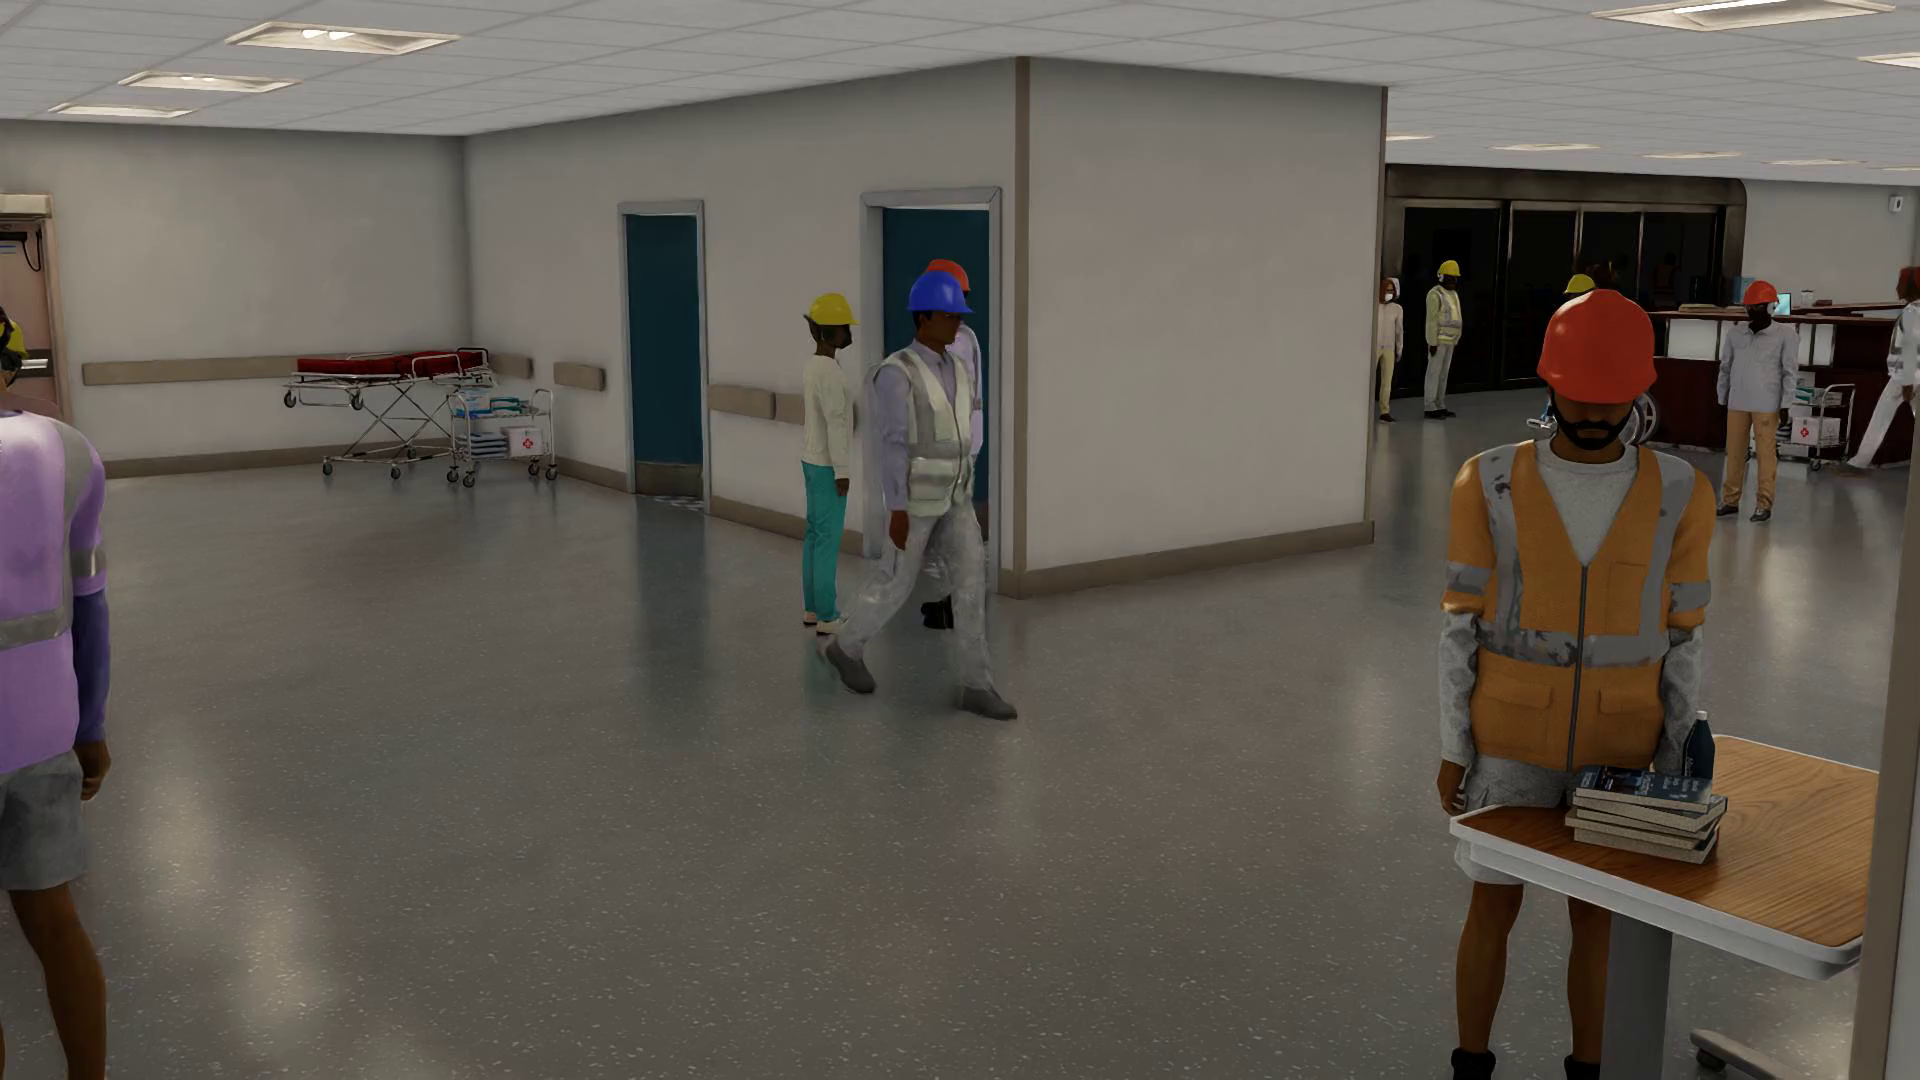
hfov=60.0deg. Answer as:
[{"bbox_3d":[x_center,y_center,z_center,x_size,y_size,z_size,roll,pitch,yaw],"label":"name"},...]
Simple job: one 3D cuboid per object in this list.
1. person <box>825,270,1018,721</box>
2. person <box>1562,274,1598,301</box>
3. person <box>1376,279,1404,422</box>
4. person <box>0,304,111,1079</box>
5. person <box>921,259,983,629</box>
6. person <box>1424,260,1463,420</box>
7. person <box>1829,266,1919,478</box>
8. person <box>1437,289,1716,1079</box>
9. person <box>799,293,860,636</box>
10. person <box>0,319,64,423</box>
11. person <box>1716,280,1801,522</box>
[{"bbox_3d":[-0.188,-0.205,7.196,0.945,1.917,0.614,8,13,39],"label":"person"},{"bbox_3d":[5.125,-1.319,13.848,0.314,1.767,0.534,8,13,38],"label":"person"},{"bbox_3d":[4.776,-2.139,18.843,0.505,1.627,0.286,-2,10,-10],"label":"person"},{"bbox_3d":[-2.041,0.408,3.438,0.404,2.030,0.612,4,11,19],"label":"person"},{"bbox_3d":[-0.066,-0.498,8.766,0.371,1.935,0.551,0,10,-2],"label":"person"},{"bbox_3d":[5.585,-2.308,19.205,0.404,1.828,0.591,8,13,39],"label":"person"},{"bbox_3d":[8.037,-1.395,14.098,0.593,1.833,1.007,-10,14,-43],"label":"person"},{"bbox_3d":[1.298,0.436,3.559,0.543,1.928,0.372,2,10,13],"label":"person"},{"bbox_3d":[-0.667,-0.389,8.633,0.316,1.768,0.526,-3,11,-18],"label":"person"},{"bbox_3d":[-3.668,0.009,6.430,0.523,1.760,0.327,-2,10,-9],"label":"person"},{"bbox_3d":[5.796,-1.013,12.158,0.330,1.750,0.572,-8,13,-36],"label":"person"}]
